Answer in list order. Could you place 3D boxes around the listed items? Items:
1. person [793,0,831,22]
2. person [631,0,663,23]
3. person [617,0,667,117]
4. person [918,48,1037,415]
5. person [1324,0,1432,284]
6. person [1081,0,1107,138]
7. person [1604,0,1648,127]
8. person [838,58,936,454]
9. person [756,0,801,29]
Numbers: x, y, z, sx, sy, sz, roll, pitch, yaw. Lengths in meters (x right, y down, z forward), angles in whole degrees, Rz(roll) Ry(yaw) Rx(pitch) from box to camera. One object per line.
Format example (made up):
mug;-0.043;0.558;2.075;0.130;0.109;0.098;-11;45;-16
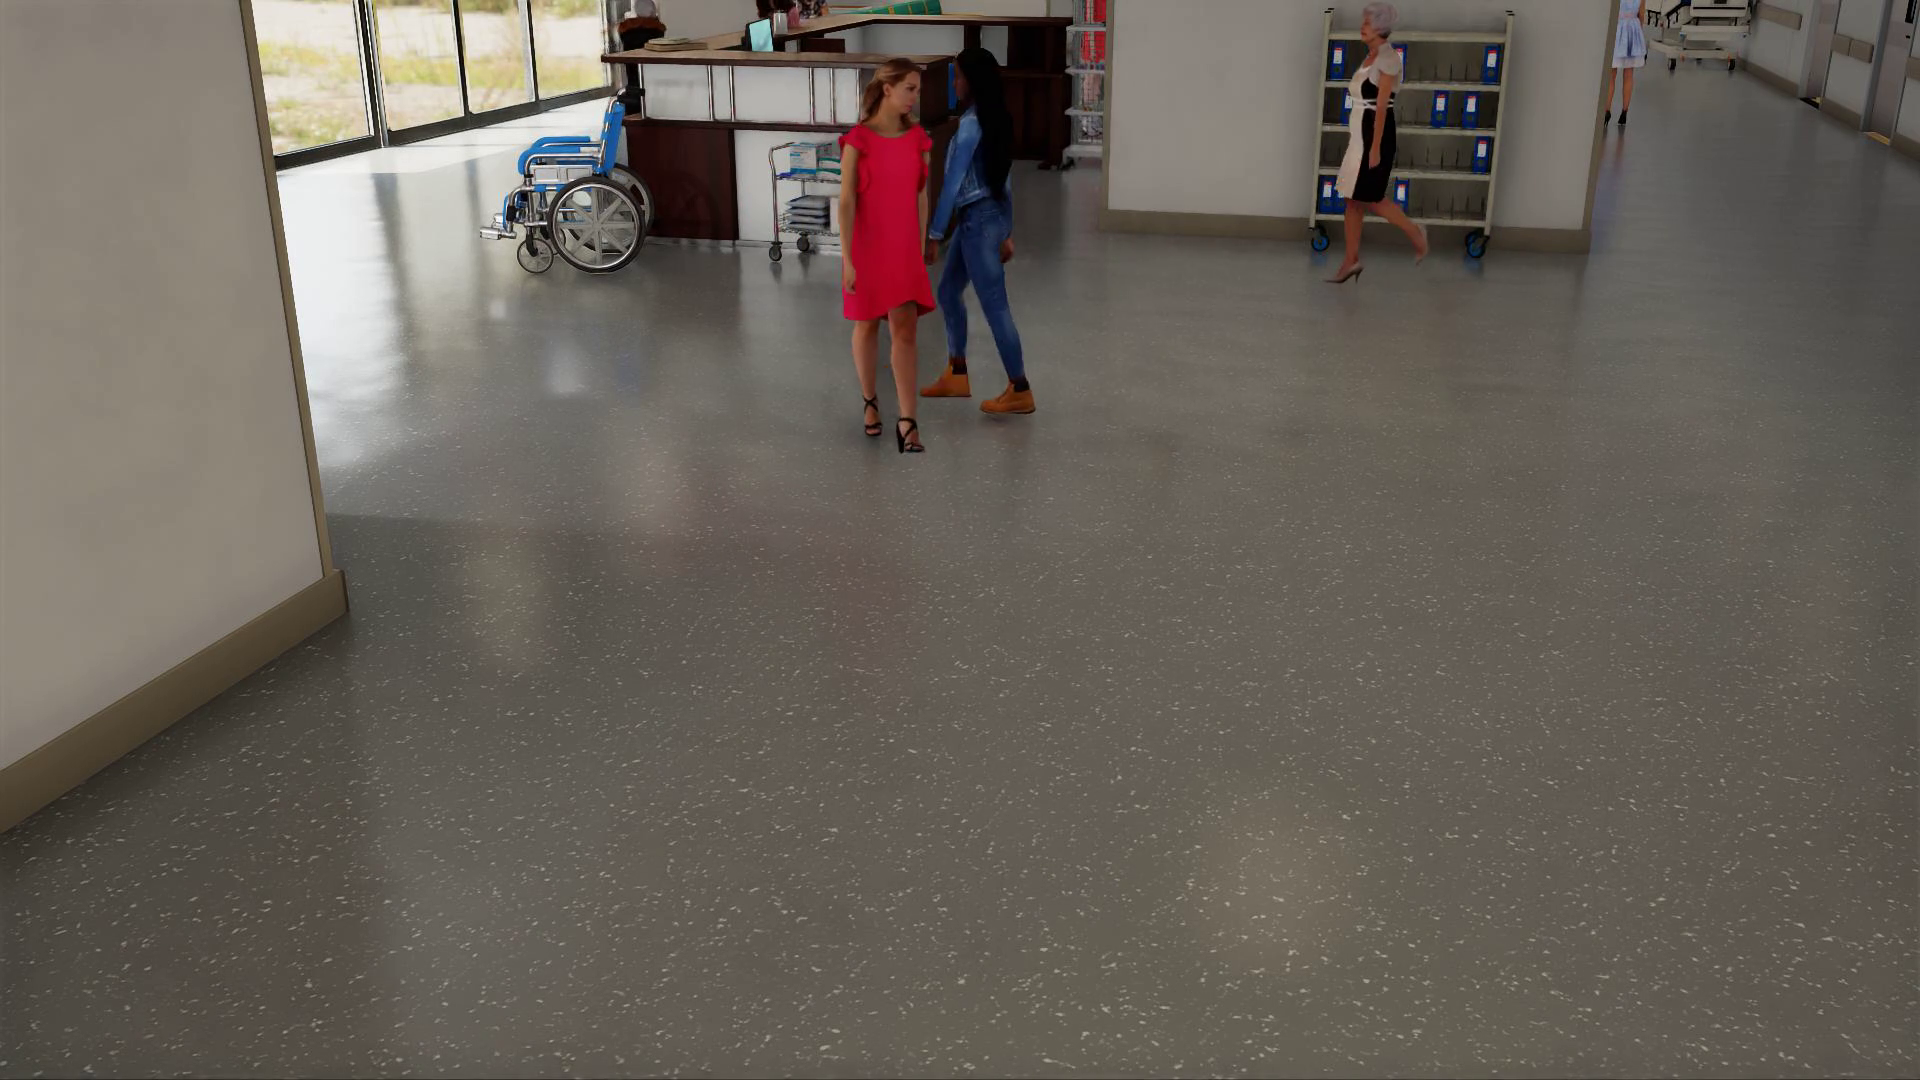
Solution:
person;-1.650;-5.236;17.849;0.949;1.704;0.847;13;25;31
person;-3.919;-6.437;20.867;0.694;1.812;0.730;14;25;33
person;-2.566;-3.555;13.532;0.605;1.618;0.666;7;22;17
person;0.190;-1.376;7.676;0.810;1.691;0.595;7;22;18
person;2.692;-2.469;10.503;1.040;1.732;0.867;-4;21;-9
person;1.443;-5.256;17.726;0.568;1.828;0.632;10;23;24
person;7.399;-5.573;18.579;0.724;1.816;0.815;1;21;3
person;-0.373;-1.252;7.358;0.987;1.683;0.969;-6;22;-15
person;-1.525;-4.130;14.861;1.057;1.751;0.668;4;21;9
